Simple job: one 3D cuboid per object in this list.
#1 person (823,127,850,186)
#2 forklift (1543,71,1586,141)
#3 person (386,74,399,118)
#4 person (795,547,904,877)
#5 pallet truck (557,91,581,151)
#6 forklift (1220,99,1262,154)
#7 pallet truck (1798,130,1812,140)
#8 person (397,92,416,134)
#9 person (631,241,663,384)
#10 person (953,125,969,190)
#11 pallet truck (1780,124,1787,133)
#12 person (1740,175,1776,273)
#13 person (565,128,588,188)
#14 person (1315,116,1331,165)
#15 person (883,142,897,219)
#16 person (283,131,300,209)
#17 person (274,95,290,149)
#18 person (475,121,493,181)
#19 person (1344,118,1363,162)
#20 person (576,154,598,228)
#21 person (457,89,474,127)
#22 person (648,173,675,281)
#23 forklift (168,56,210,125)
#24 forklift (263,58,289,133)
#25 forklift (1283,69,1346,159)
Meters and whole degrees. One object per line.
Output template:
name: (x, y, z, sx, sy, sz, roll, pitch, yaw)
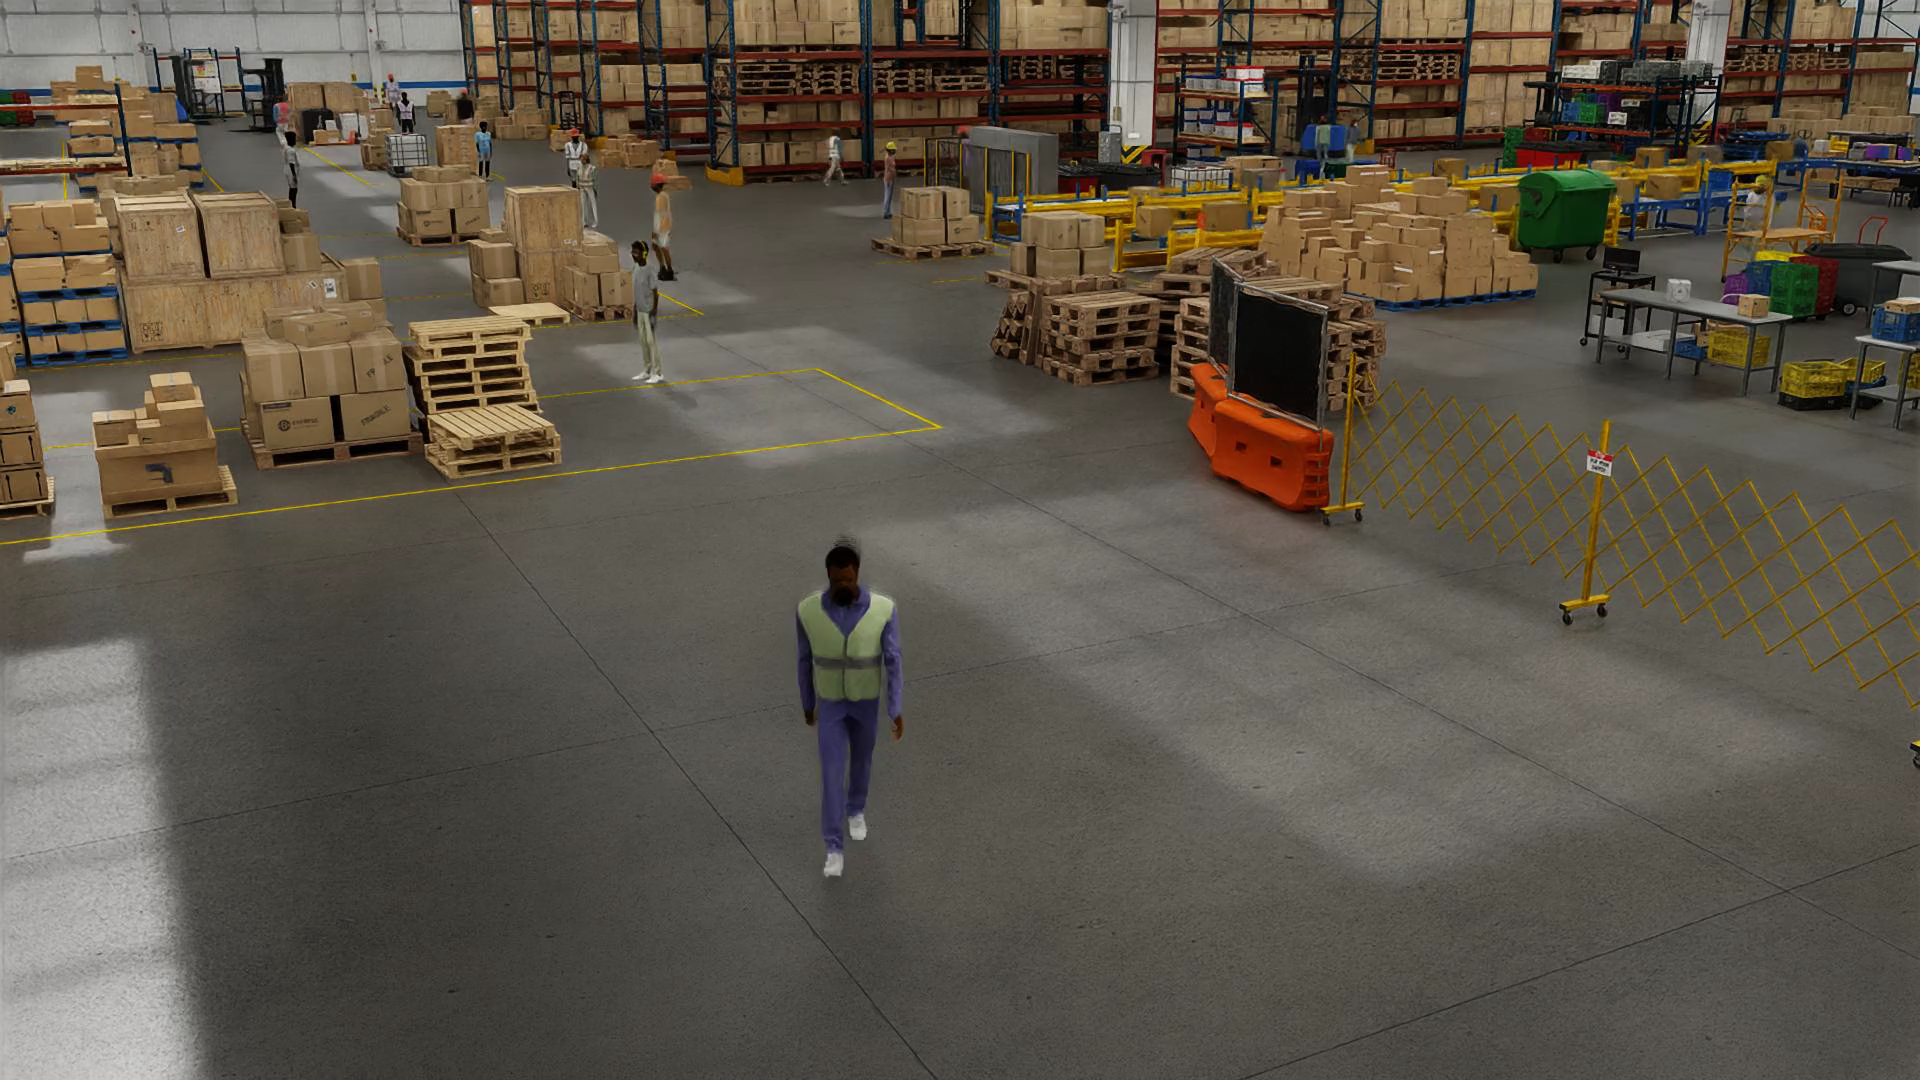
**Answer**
person: (-3.450, -10.567, 45.852, 0.872, 1.594, 0.536, -9, 20, -26)
forklift: (18.685, -13.231, 52.085, 1.873, 2.768, 1.129, -9, 20, -26)
person: (-25.139, -19.661, 73.708, 0.570, 1.891, 0.941, -1, 18, -4)
person: (-0.625, 0.954, 9.471, 0.608, 1.871, 0.960, -1, 18, -5)
pallet truck: (-13.495, -14.412, 57.188, 0.823, 1.965, 1.885, -3, 18, -9)
forklift: (9.747, -14.563, 56.236, 1.873, 2.768, 1.129, 15, 23, 39)
pallet truck: (25.526, -11.556, 49.408, 1.630, 1.274, 0.653, -9, 20, -26)
person: (-19.394, -14.711, 58.265, 0.594, 1.913, 0.384, -10, 20, -27)
person: (-4.129, -2.990, 21.792, 0.313, 1.866, 0.528, -16, 24, -40)
person: (0.061, -9.513, 42.036, 0.400, 1.922, 0.549, -11, 21, -30)
pallet truck: (25.206, -12.542, 52.601, 1.601, 1.201, 0.680, 0, 18, -2)
person: (14.768, -5.842, 30.757, 0.590, 1.819, 0.599, -9, 20, -26)
person: (-9.407, -9.151, 40.908, 0.541, 1.929, 0.385, -2, 18, -5)
person: (10.950, -11.950, 50.127, 0.514, 1.603, 0.645, -3, 18, -11)
person: (-1.610, -8.369, 38.722, 0.329, 1.767, 0.529, 3, 18, 11)
person: (-15.814, -8.685, 39.404, 0.376, 1.958, 0.609, -10, 20, -27)
person: (-23.564, -14.526, 57.865, 0.441, 1.815, 0.658, 13, 22, 34)
person: (-13.413, -10.948, 46.903, 0.333, 1.686, 0.536, 15, 23, 39)
person: (11.780, -11.862, 49.900, 0.521, 1.582, 0.875, -6, 19, -19)
person: (-8.326, -7.805, 37.170, 0.518, 1.636, 0.312, 6, 19, 18)
person: (-17.713, -15.163, 59.587, 0.641, 1.962, 0.806, 4, 18, 12)
person: (-5.419, -5.604, 29.868, 0.577, 1.919, 0.544, -2, 18, -5)
forklift: (-32.201, -18.537, 68.626, 1.873, 2.768, 1.129, -9, 20, -26)
forklift: (-26.811, -17.490, 65.362, 1.873, 2.768, 1.129, -16, 24, -41)
forklift: (11.615, -13.871, 54.079, 1.129, 2.768, 1.873, -9, 20, -27)
